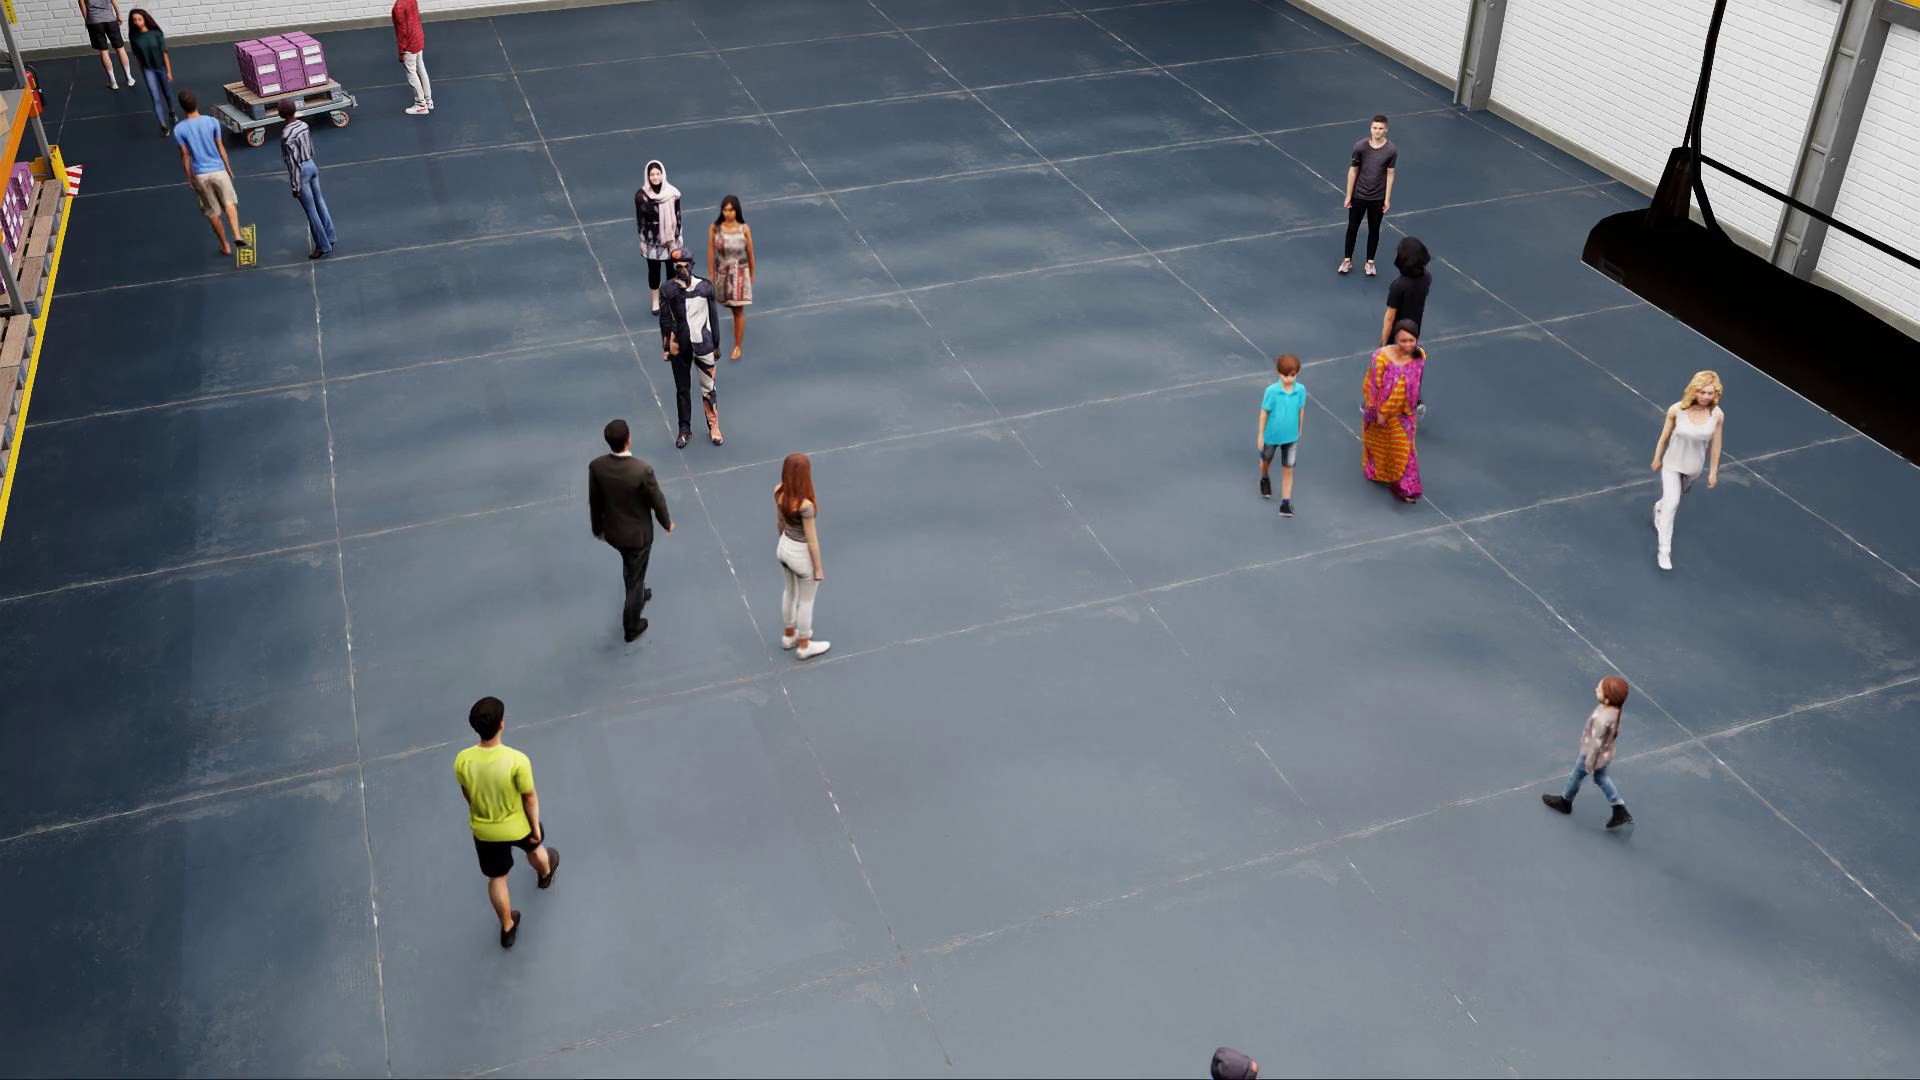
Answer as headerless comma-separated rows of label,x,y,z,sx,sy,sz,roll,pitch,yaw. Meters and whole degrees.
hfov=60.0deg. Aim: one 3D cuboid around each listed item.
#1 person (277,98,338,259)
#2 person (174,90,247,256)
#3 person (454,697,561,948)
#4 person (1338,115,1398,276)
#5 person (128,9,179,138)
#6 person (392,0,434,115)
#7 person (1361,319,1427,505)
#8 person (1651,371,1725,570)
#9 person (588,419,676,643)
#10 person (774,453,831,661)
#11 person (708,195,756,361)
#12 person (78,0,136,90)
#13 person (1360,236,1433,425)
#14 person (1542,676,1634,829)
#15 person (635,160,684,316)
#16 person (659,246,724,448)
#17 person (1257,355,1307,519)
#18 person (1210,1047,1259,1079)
person,-7.229,-3.994,18.353,0.762,1.794,0.638,3,34,5
person,-8.240,-4.006,18.319,0.729,1.852,0.775,-19,38,-26
person,-2.731,1.720,9.859,0.804,1.681,1.037,-2,34,-3
person,4.428,-3.733,17.988,0.724,1.764,0.733,7,34,11
person,-10.529,-6.167,21.822,0.580,1.574,1.066,-12,35,-17
person,-7.381,-6.676,22.365,0.816,1.820,0.708,7,34,10
person,3.682,-1.187,14.267,0.837,1.643,1.158,-3,34,-4
person,5.857,-0.659,13.482,0.972,1.633,1.194,5,34,8
person,-2.514,-0.032,12.402,0.948,1.784,1.018,12,35,17
person,-1.200,0.121,12.231,0.721,1.718,0.588,-27,42,-35
person,-2.255,-2.670,16.518,0.904,1.621,1.149,2,34,3
person,-11.958,-7.248,23.180,0.708,1.871,0.645,-21,39,-28
person,4.083,-1.867,15.132,0.753,1.819,0.962,-21,39,-28
person,4.196,1.387,10.813,0.685,1.179,0.874,-29,43,-36
person,-3.102,-3.150,17.226,0.613,1.638,0.596,-12,35,-17
person,-2.398,-1.735,14.867,0.728,1.893,0.664,-4,34,-6
person,2.700,-0.938,14.101,0.746,1.411,1.015,-1,34,-1
person,1.194,3.016,7.809,0.749,1.793,0.633,4,34,6
